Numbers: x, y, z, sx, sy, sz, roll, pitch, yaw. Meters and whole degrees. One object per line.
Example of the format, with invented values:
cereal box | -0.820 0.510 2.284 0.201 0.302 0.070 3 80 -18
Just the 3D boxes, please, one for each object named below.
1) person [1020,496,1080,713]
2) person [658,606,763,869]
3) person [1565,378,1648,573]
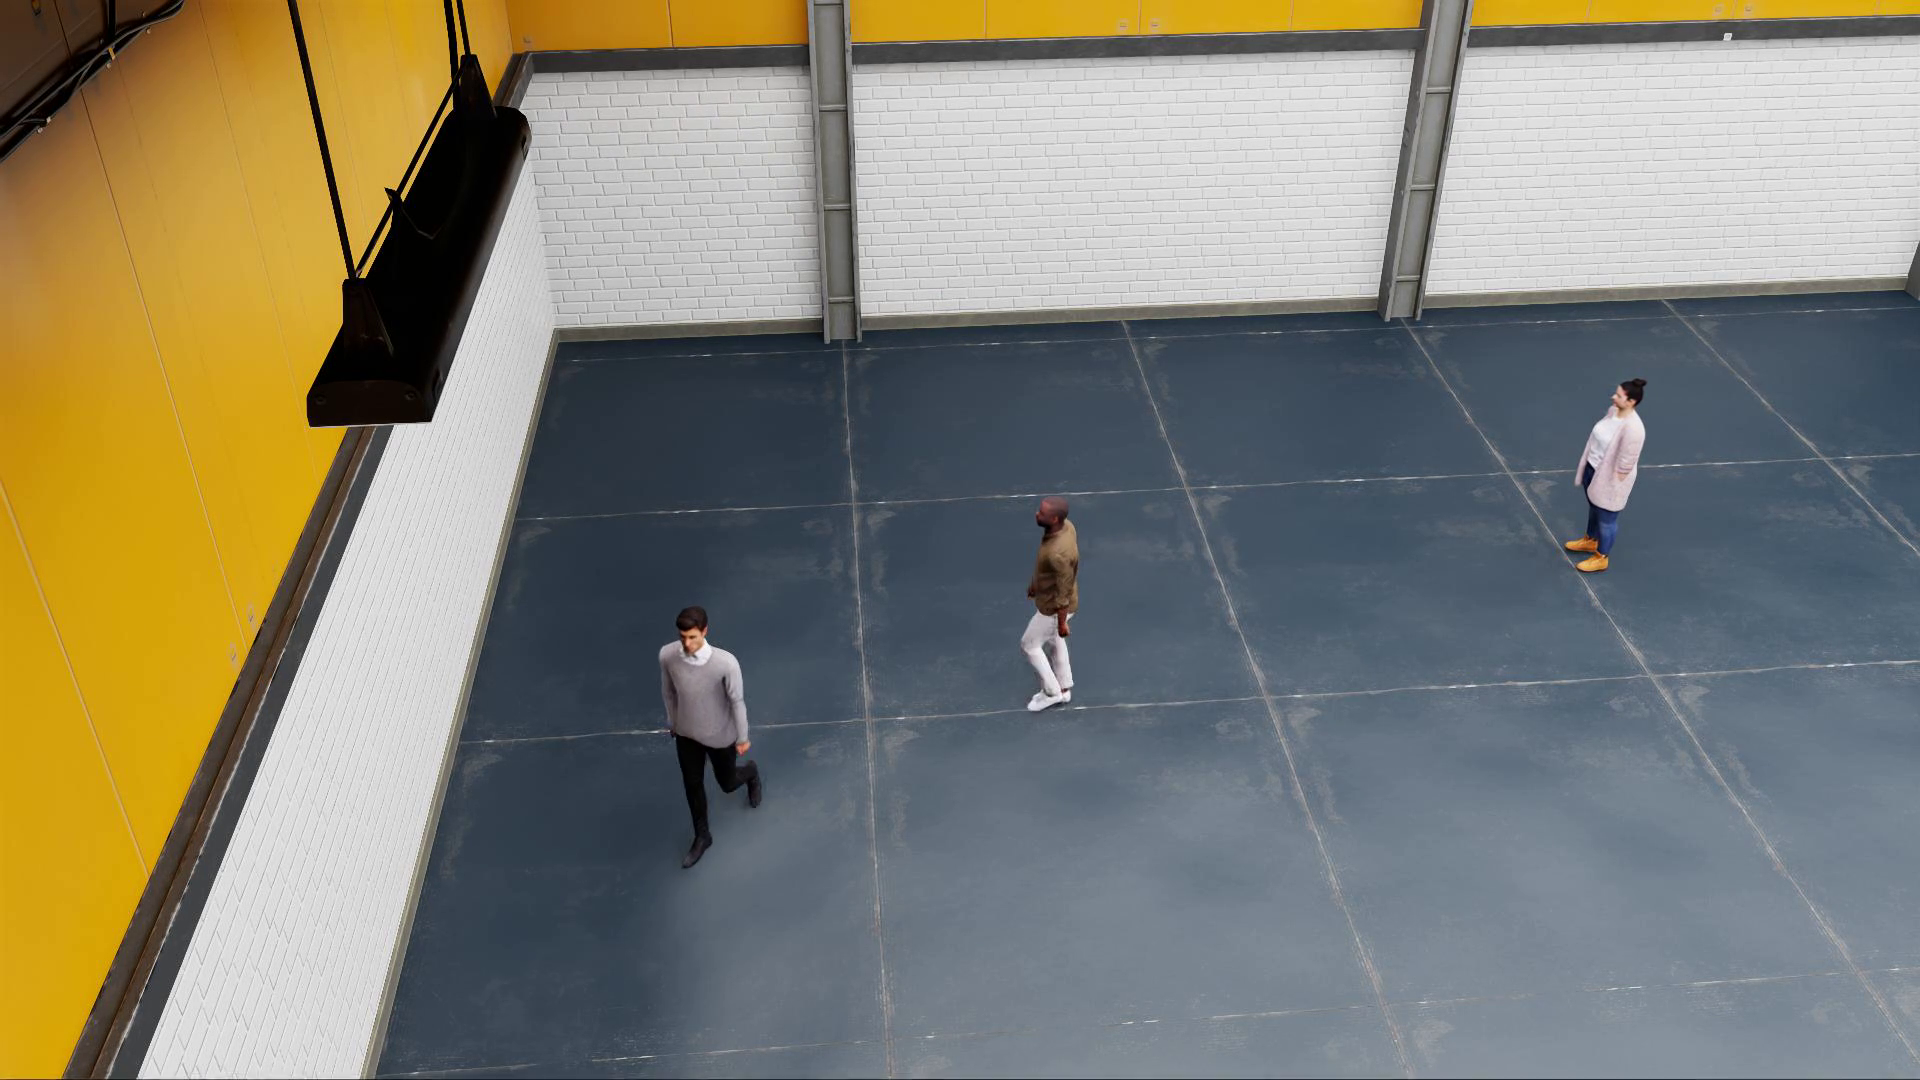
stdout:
person | 0.748 0.458 11.977 0.699 1.808 0.770 2 34 4
person | -1.605 1.175 10.813 1.166 1.903 1.074 10 35 15
person | 5.312 -0.554 13.559 0.643 1.742 0.709 0 34 1
